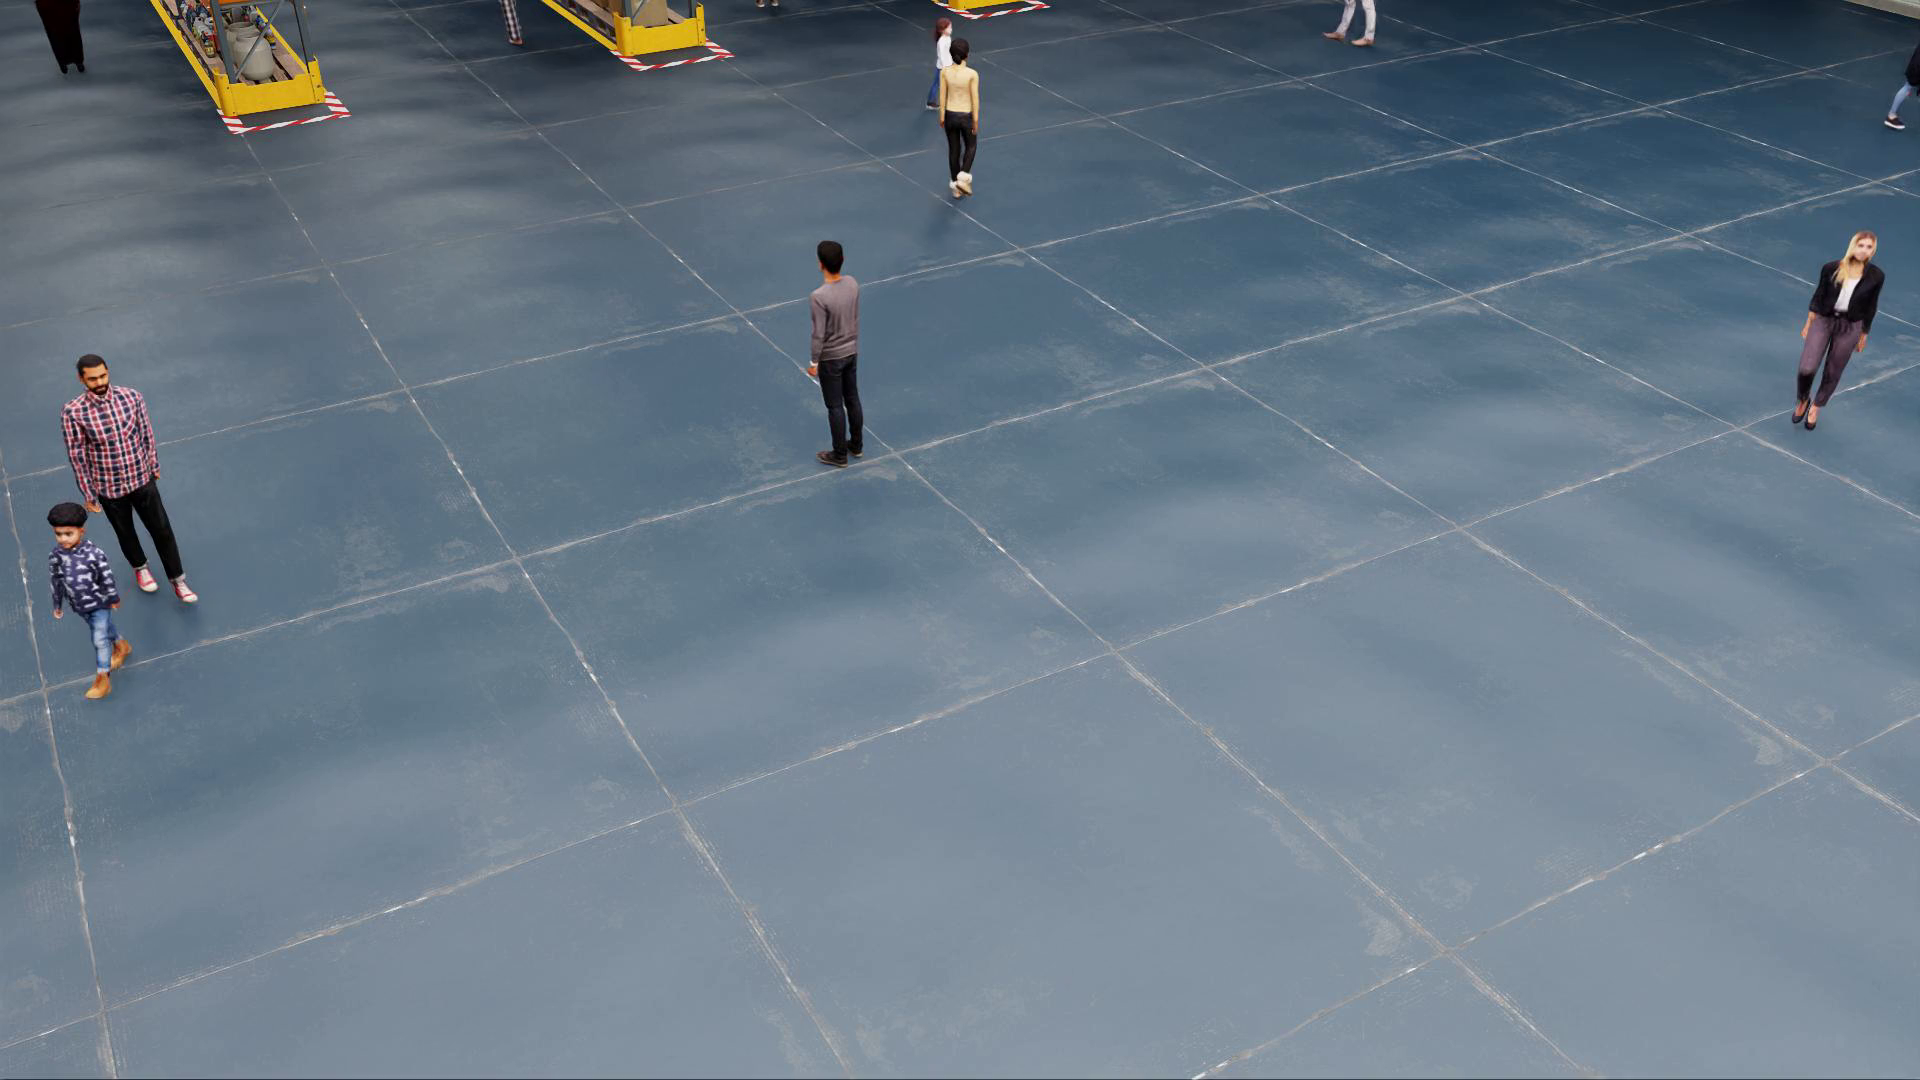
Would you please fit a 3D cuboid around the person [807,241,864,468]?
[{"bbox_3d":[-0.907,-1.375,12.341,0.704,1.765,0.647,-27,41,-35],"label":"person"}]

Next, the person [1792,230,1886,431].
[{"bbox_3d":[6.753,-1.624,12.832,0.703,1.663,0.787,16,36,23],"label":"person"}]

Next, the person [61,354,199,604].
[{"bbox_3d":[-5.494,-0.425,10.858,0.761,1.740,0.995,-21,38,-30],"label":"person"}]

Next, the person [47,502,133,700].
[{"bbox_3d":[-5.309,0.315,10.172,0.777,1.222,0.899,3,32,5],"label":"person"}]

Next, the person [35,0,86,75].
[{"bbox_3d":[-11.353,-6.757,20.892,0.671,1.744,0.675,-20,37,-28],"label":"person"}]

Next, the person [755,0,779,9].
[{"bbox_3d":[-2.785,-8.452,23.664,0.604,1.653,0.579,-10,34,-16],"label":"person"}]

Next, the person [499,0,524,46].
[{"bbox_3d":[-5.950,-7.458,21.917,0.810,1.836,0.758,26,40,34],"label":"person"}]

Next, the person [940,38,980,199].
[{"bbox_3d":[-0.031,-4.299,17.085,0.768,1.649,0.829,7,33,12],"label":"person"}]

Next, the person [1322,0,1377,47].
[{"bbox_3d":[5.421,-7.440,21.854,0.996,1.874,0.988,0,32,-1],"label":"person"}]

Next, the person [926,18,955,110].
[{"bbox_3d":[-0.233,-5.630,19.724,0.837,1.084,0.718,13,35,20],"label":"person"}]
